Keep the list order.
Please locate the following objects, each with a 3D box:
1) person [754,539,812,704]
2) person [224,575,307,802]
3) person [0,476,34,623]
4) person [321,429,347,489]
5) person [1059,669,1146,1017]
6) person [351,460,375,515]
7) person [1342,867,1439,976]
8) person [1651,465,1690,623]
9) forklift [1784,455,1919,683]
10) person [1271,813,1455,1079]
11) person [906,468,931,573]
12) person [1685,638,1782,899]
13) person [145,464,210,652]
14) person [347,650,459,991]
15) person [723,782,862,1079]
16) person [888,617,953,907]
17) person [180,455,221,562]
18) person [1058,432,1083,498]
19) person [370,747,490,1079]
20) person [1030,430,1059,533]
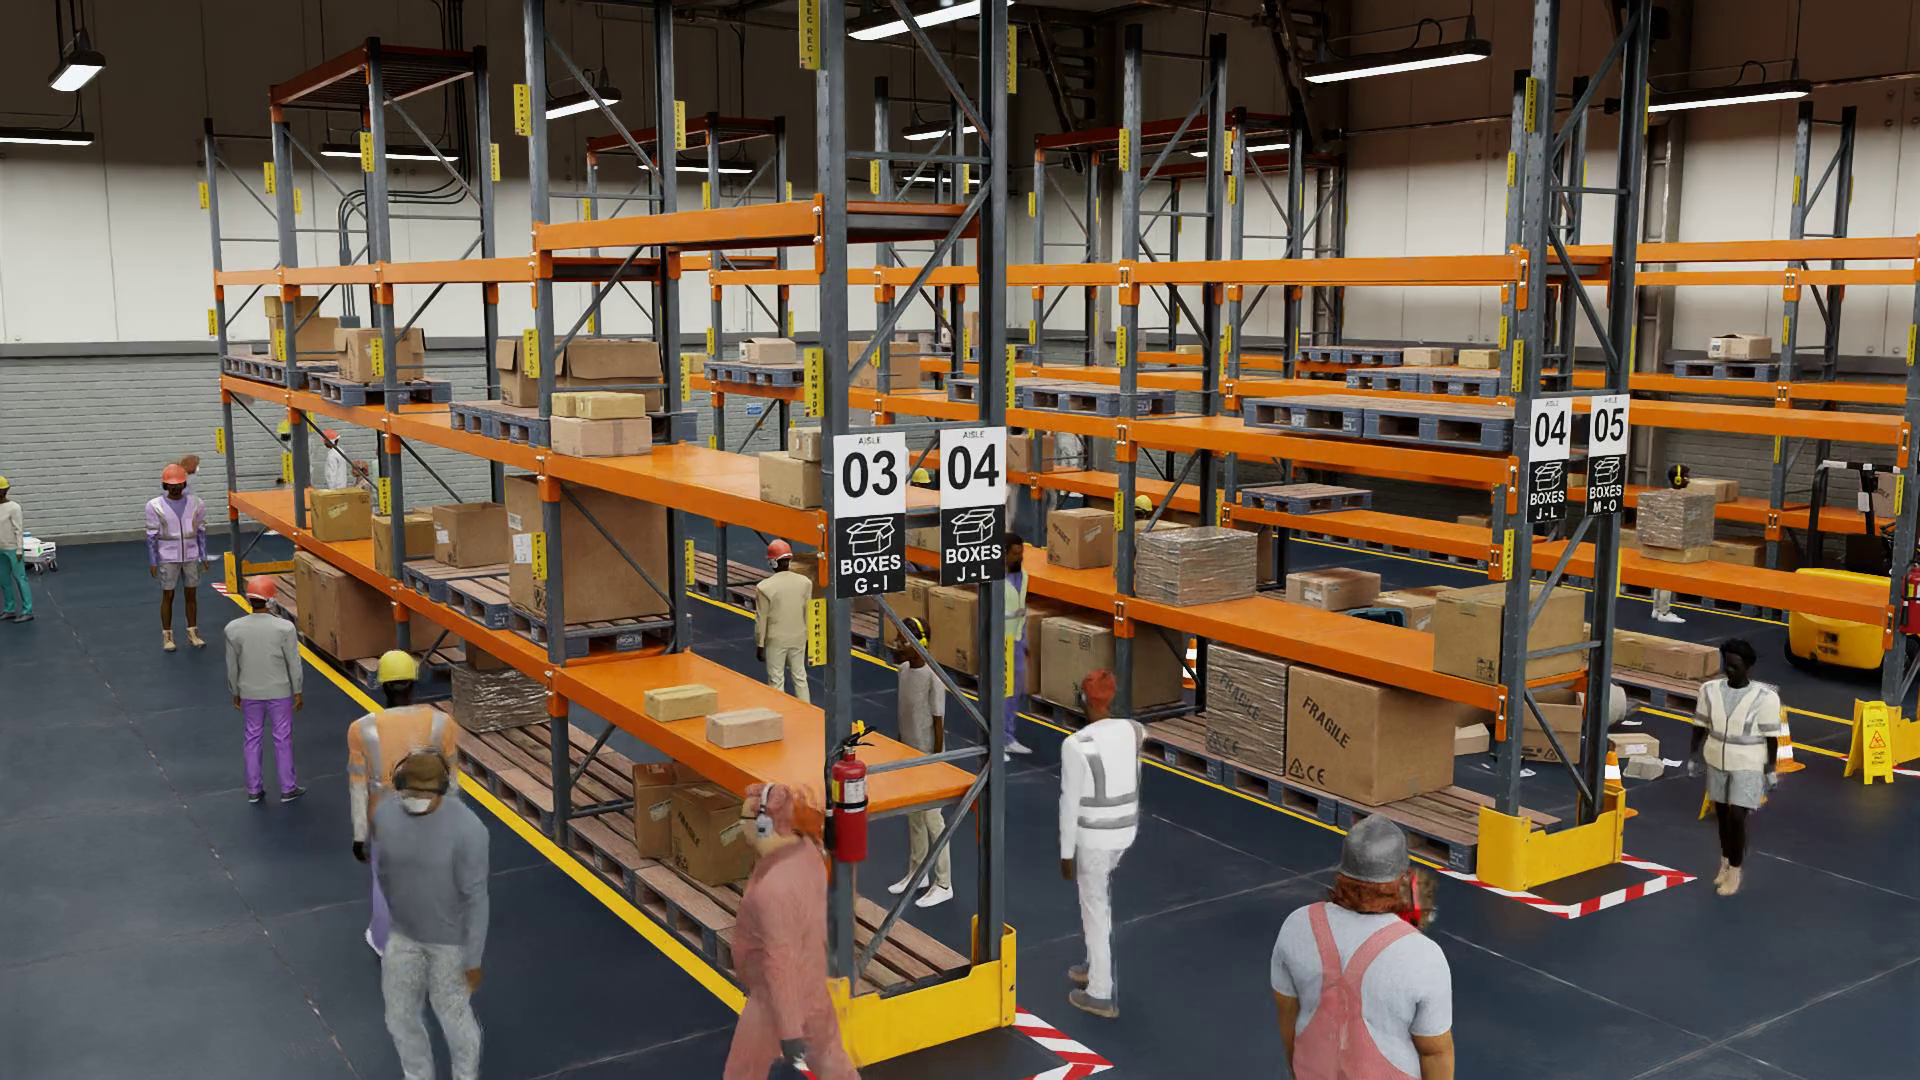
[{"bbox_3d":[-1.563,0.861,14.621,0.563,1.742,0.360,-7,11,-37],"label":"person"},{"bbox_3d":[-5.305,1.137,12.743,0.572,1.751,0.329,0,9,-1],"label":"person"},{"bbox_3d":[-11.250,0.108,19.600,0.524,1.759,0.363,3,9,20],"label":"person"},{"bbox_3d":[-9.838,-0.872,26.161,0.350,1.743,0.563,-1,9,-8],"label":"person"},{"bbox_3d":[0.758,1.628,9.126,0.602,1.857,0.578,-6,11,-37],"label":"person"},{"bbox_3d":[-8.071,-0.271,22.487,0.311,1.642,0.512,-6,11,-37],"label":"person"},{"bbox_3d":[1.553,2.089,6.161,0.485,1.819,0.619,2,9,11],"label":"person"},{"bbox_3d":[8.427,0.038,19.682,0.311,1.869,0.530,1,9,8],"label":"person"},{"bbox_3d":[9.643,0.253,17.172,2.313,2.155,1.214,-6,10,-33],"label":"forklift"},{"bbox_3d":[1.518,1.990,6.115,0.687,2.000,0.538,7,11,41],"label":"person"},{"bbox_3d":[-0.475,0.007,20.225,0.534,1.767,0.313,-7,11,-38],"label":"person"},{"bbox_3d":[4.949,1.470,10.744,0.591,1.676,0.557,-6,11,-37],"label":"person"},{"bbox_3d":[-8.488,0.190,18.091,0.615,2.041,0.392,-8,11,-41],"label":"person"},{"bbox_3d":[-3.186,1.555,9.515,0.619,1.879,0.941,-5,10,-29],"label":"person"},{"bbox_3d":[-0.756,1.935,7.135,1.049,1.853,0.637,2,9,13],"label":"person"},{"bbox_3d":[-0.254,1.404,10.637,0.325,1.861,0.502,-6,10,-35],"label":"person"},{"bbox_3d":[-10.975,-0.424,23.684,0.810,1.571,0.549,-4,9,-25],"label":"person"},{"bbox_3d":[2.127,-1.760,31.525,0.402,1.906,0.652,-5,10,-32],"label":"person"},{"bbox_3d":[-2.393,1.830,7.640,0.647,1.897,0.553,3,9,16],"label":"person"},{"bbox_3d":[1.364,-1.001,26.827,0.546,1.799,0.691,4,10,26],"label":"person"}]
